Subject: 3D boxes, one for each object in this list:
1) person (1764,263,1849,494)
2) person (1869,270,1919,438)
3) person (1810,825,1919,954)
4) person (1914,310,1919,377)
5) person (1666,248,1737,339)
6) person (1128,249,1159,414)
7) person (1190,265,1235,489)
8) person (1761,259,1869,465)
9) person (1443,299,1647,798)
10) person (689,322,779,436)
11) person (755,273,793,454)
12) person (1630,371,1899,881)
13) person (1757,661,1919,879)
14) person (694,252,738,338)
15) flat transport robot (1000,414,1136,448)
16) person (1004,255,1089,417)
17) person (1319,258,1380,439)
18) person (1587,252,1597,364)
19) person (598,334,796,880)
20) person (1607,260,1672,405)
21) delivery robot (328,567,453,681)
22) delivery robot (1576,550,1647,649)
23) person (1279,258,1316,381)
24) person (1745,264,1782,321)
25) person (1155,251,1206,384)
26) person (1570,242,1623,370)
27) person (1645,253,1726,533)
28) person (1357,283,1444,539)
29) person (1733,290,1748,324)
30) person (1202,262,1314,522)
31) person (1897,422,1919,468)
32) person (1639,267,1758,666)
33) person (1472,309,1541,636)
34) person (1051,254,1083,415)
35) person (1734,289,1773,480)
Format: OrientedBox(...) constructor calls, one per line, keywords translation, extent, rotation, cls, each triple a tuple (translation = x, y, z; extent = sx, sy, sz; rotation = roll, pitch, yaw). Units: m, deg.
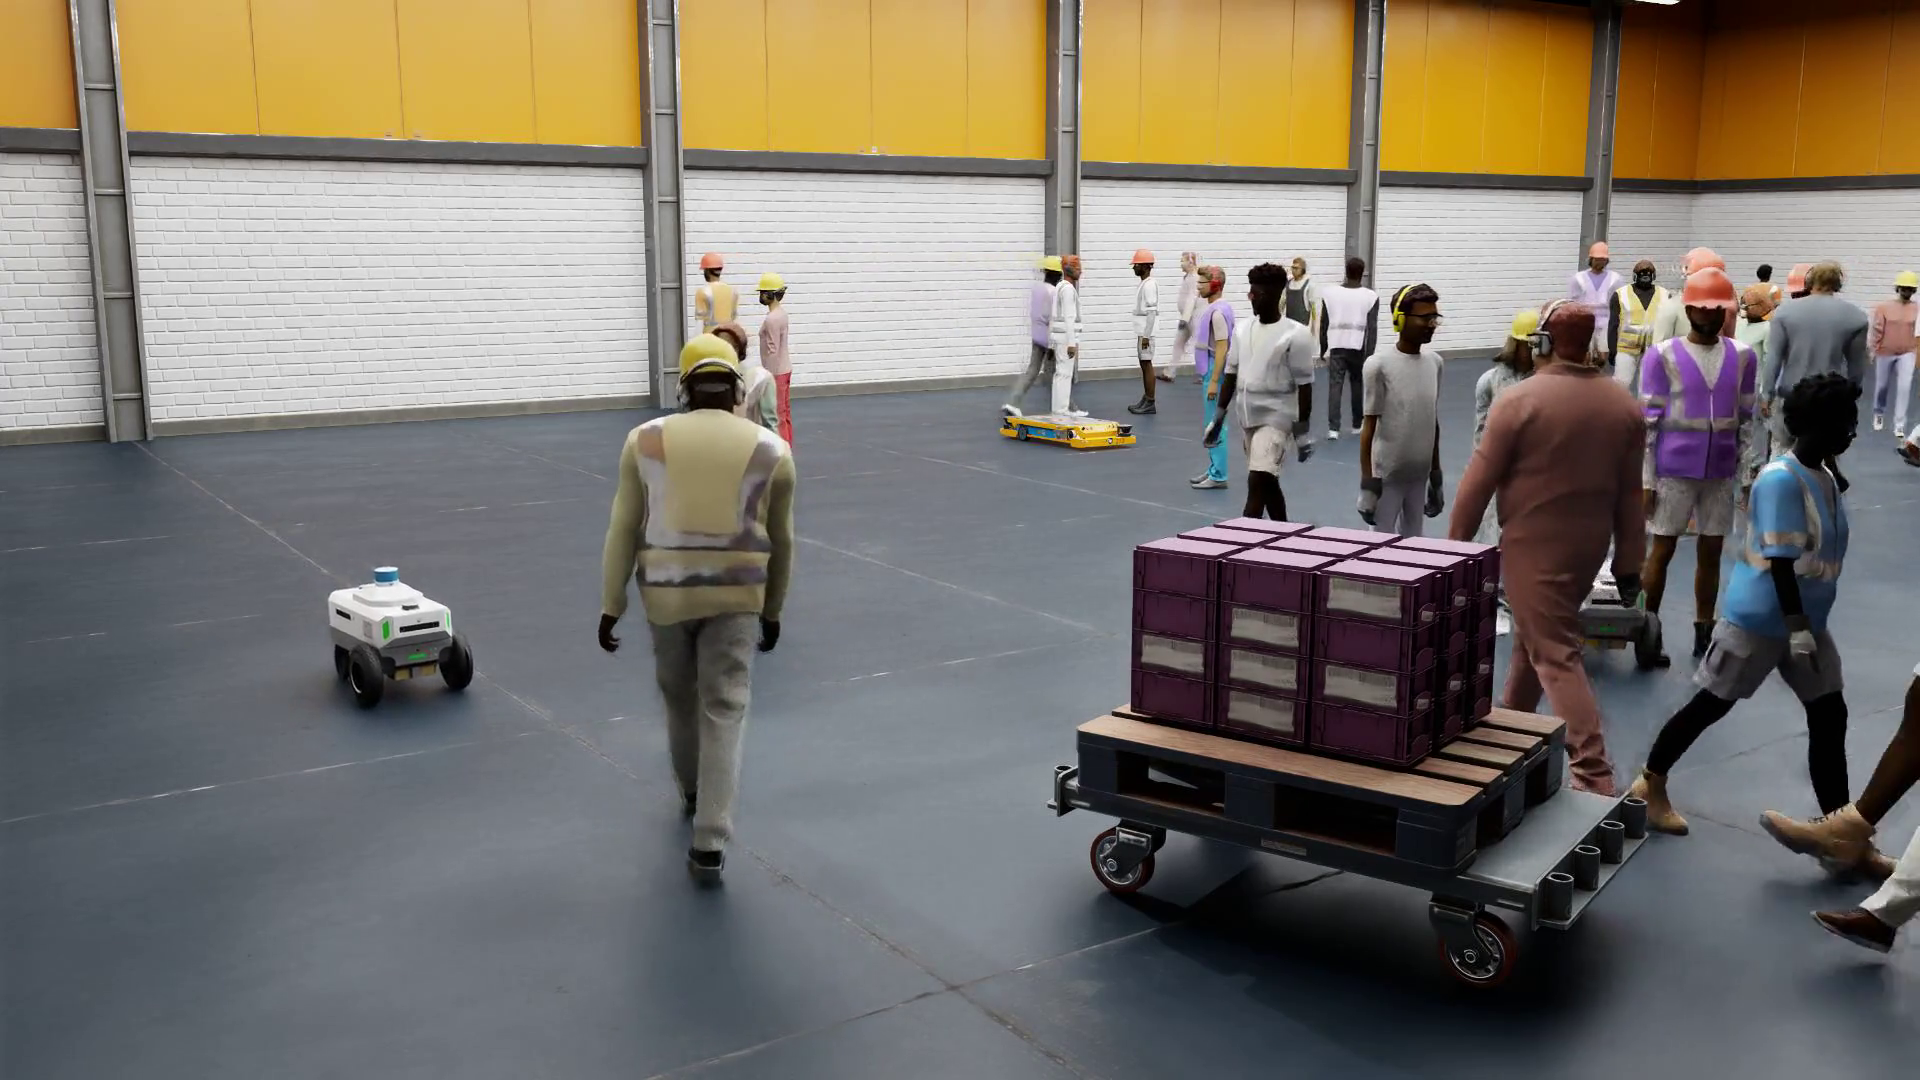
OrientedBox(translation=(6.308, -1.102, 12.356), extent=(0.914, 1.896, 0.546), rotation=(-6, 12, -28), cls="person")
OrientedBox(translation=(9.888, -1.977, 17.549), extent=(0.523, 1.733, 0.815), rotation=(5, 11, 26), cls="person")
OrientedBox(translation=(2.894, 0.460, 4.580), extent=(0.876, 1.581, 0.504), rotation=(-1, 10, -7), cls="person")
OrientedBox(translation=(7.444, -1.176, 12.318), extent=(0.701, 2.000, 0.912), rotation=(5, 12, 27), cls="person")
OrientedBox(translation=(5.703, -1.260, 12.957), extent=(0.627, 1.993, 0.497), rotation=(-2, 10, -9), cls="person")
OrientedBox(translation=(2.151, -2.446, 19.566), extent=(0.365, 1.935, 0.552), rotation=(0, 10, 1), cls="person")
OrientedBox(translation=(2.113, -1.337, 13.741), extent=(0.374, 1.841, 0.575), rotation=(1, 10, 6), cls="person")
OrientedBox(translation=(6.009, -1.014, 11.772), extent=(0.648, 1.910, 0.659), rotation=(4, 11, 20), cls="person")
OrientedBox(translation=(2.205, 0.041, 6.185), extent=(0.635, 1.855, 1.023), rotation=(-5, 11, -25), cls="person")
OrientedBox(translation=(-1.240, -0.371, 9.085), extent=(0.518, 1.615, 0.635), rotation=(0, 10, 2), cls="person")
OrientedBox(translation=(-1.624, -1.440, 14.522), extent=(0.312, 1.768, 0.522), rotation=(1, 10, 4), cls="person")
OrientedBox(translation=(2.713, 0.254, 5.570), extent=(0.539, 1.651, 0.906), rotation=(-8, 13, -37), cls="person")
OrientedBox(translation=(3.114, 0.166, 5.128), extent=(1.068, 1.966, 0.635), rotation=(2, 11, 13), cls="person")
OrientedBox(translation=(-2.621, -2.140, 17.934), extent=(0.679, 1.925, 0.559), rotation=(10, 14, 44), cls="person")
OrientedBox(translation=(1.077, -1.120, 16.864), extent=(0.652, 0.197, 1.431), rotation=(-7, 12, -33), cls="flat transport robot")
OrientedBox(translation=(0.958, -2.303, 18.955), extent=(1.010, 1.873, 0.592), rotation=(-6, 12, -30), cls="person")
OrientedBox(translation=(4.027, -1.988, 17.274), extent=(0.609, 1.866, 1.020), rotation=(3, 11, 18), cls="person")
OrientedBox(translation=(10.399, -3.835, 27.371), extent=(0.532, 1.868, 0.310), rotation=(-5, 12, -27), cls="person")
OrientedBox(translation=(-0.881, 0.190, 5.632), extent=(0.659, 1.744, 0.963), rotation=(-1, 10, -3), cls="person")
OrientedBox(translation=(6.971, -1.945, 17.081), extent=(0.626, 1.844, 0.429), rotation=(1, 10, 7), cls="person")
OrientedBox(translation=(-2.633, 0.369, 7.670), extent=(0.477, 0.478, 0.707), rotation=(-9, 14, -40), cls="delivery robot")
OrientedBox(translation=(3.152, 0.263, 8.250), extent=(0.477, 0.478, 0.707), rotation=(2, 11, 9), cls="delivery robot")
OrientedBox(translation=(4.716, -3.031, 23.191), extent=(0.980, 1.802, 0.522), rotation=(-9, 14, -40), cls="person")
OrientedBox(translation=(11.810, -3.230, 24.551), extent=(0.546, 1.682, 0.543), rotation=(-10, 14, -43), cls="person")
OrientedBox(translation=(3.179, -3.124, 23.501), extent=(0.959, 1.863, 0.668), rotation=(-1, 10, -3), cls="person")
OrientedBox(translation=(7.915, -2.704, 20.769), extent=(0.610, 2.025, 0.715), rotation=(3, 11, 15), cls="person")
OrientedBox(translation=(5.183, -1.029, 11.729), extent=(0.630, 1.954, 0.813), rotation=(-7, 13, -36), cls="person")
OrientedBox(translation=(2.078, -0.276, 7.881), extent=(0.509, 1.864, 0.332), rotation=(-6, 12, -32), cls="person")
OrientedBox(translation=(6.878, -1.473, 15.064), extent=(0.505, 1.632, 0.269), rotation=(4, 11, 21), cls="person")
OrientedBox(translation=(1.837, -0.739, 10.287), extent=(0.757, 1.947, 0.634), rotation=(-6, 12, -31), cls="person")
OrientedBox(translation=(8.595, -1.504, 14.432), extent=(0.465, 1.924, 0.639), rotation=(0, 10, -1), cls="person")
OrientedBox(translation=(3.559, -0.342, 8.041), extent=(0.550, 1.936, 0.365), rotation=(0, 10, 0), cls="person")
OrientedBox(translation=(2.990, -0.390, 8.908), extent=(0.484, 1.708, 0.746), rotation=(3, 11, 15), cls="person")
OrientedBox(translation=(1.170, -2.173, 18.221), extent=(0.342, 1.880, 0.579), rotation=(-1, 10, -6), cls="person")
OrientedBox(translation=(6.773, -1.332, 14.291), extent=(0.278, 1.633, 0.498), rotation=(-3, 11, -15), cls="person")
